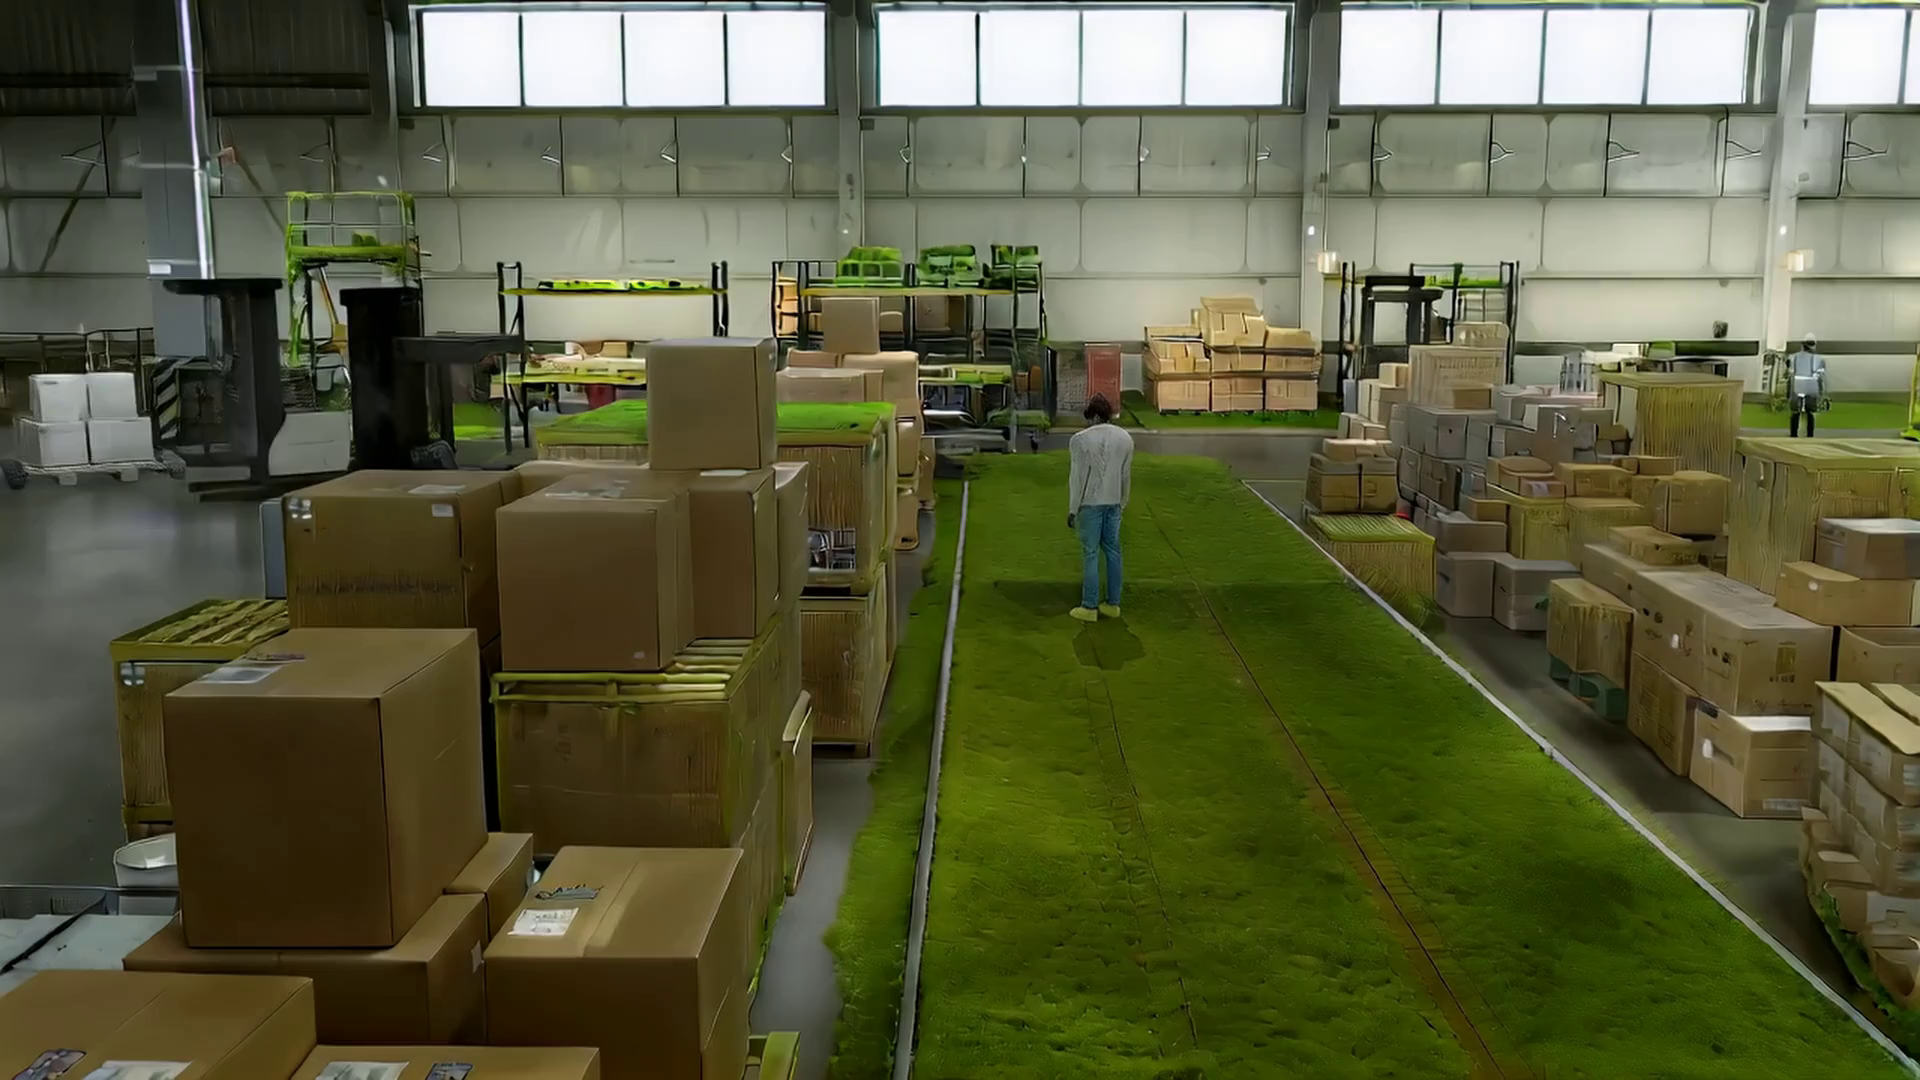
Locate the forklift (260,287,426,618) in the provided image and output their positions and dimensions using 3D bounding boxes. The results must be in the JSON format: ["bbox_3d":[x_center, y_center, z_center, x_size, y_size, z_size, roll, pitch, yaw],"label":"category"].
[{"bbox_3d":[-4.772,-0.711,13.897,1.873,2.768,1.129,0,9,1],"label":"forklift"}]

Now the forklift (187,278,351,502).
[{"bbox_3d":[-9.030,-1.997,21.599,1.873,2.768,1.129,-6,11,-33],"label":"forklift"}]

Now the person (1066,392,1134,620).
[{"bbox_3d":[1.179,-0.287,14.165,0.635,1.939,0.359,-6,11,-31],"label":"person"}]

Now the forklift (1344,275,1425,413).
[{"bbox_3d":[6.827,-2.810,26.466,1.129,2.768,1.873,0,9,1],"label":"forklift"}]

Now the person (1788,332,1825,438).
[{"bbox_3d":[13.582,-2.374,26.697,0.371,1.931,0.543,-8,13,-41],"label":"person"}]
